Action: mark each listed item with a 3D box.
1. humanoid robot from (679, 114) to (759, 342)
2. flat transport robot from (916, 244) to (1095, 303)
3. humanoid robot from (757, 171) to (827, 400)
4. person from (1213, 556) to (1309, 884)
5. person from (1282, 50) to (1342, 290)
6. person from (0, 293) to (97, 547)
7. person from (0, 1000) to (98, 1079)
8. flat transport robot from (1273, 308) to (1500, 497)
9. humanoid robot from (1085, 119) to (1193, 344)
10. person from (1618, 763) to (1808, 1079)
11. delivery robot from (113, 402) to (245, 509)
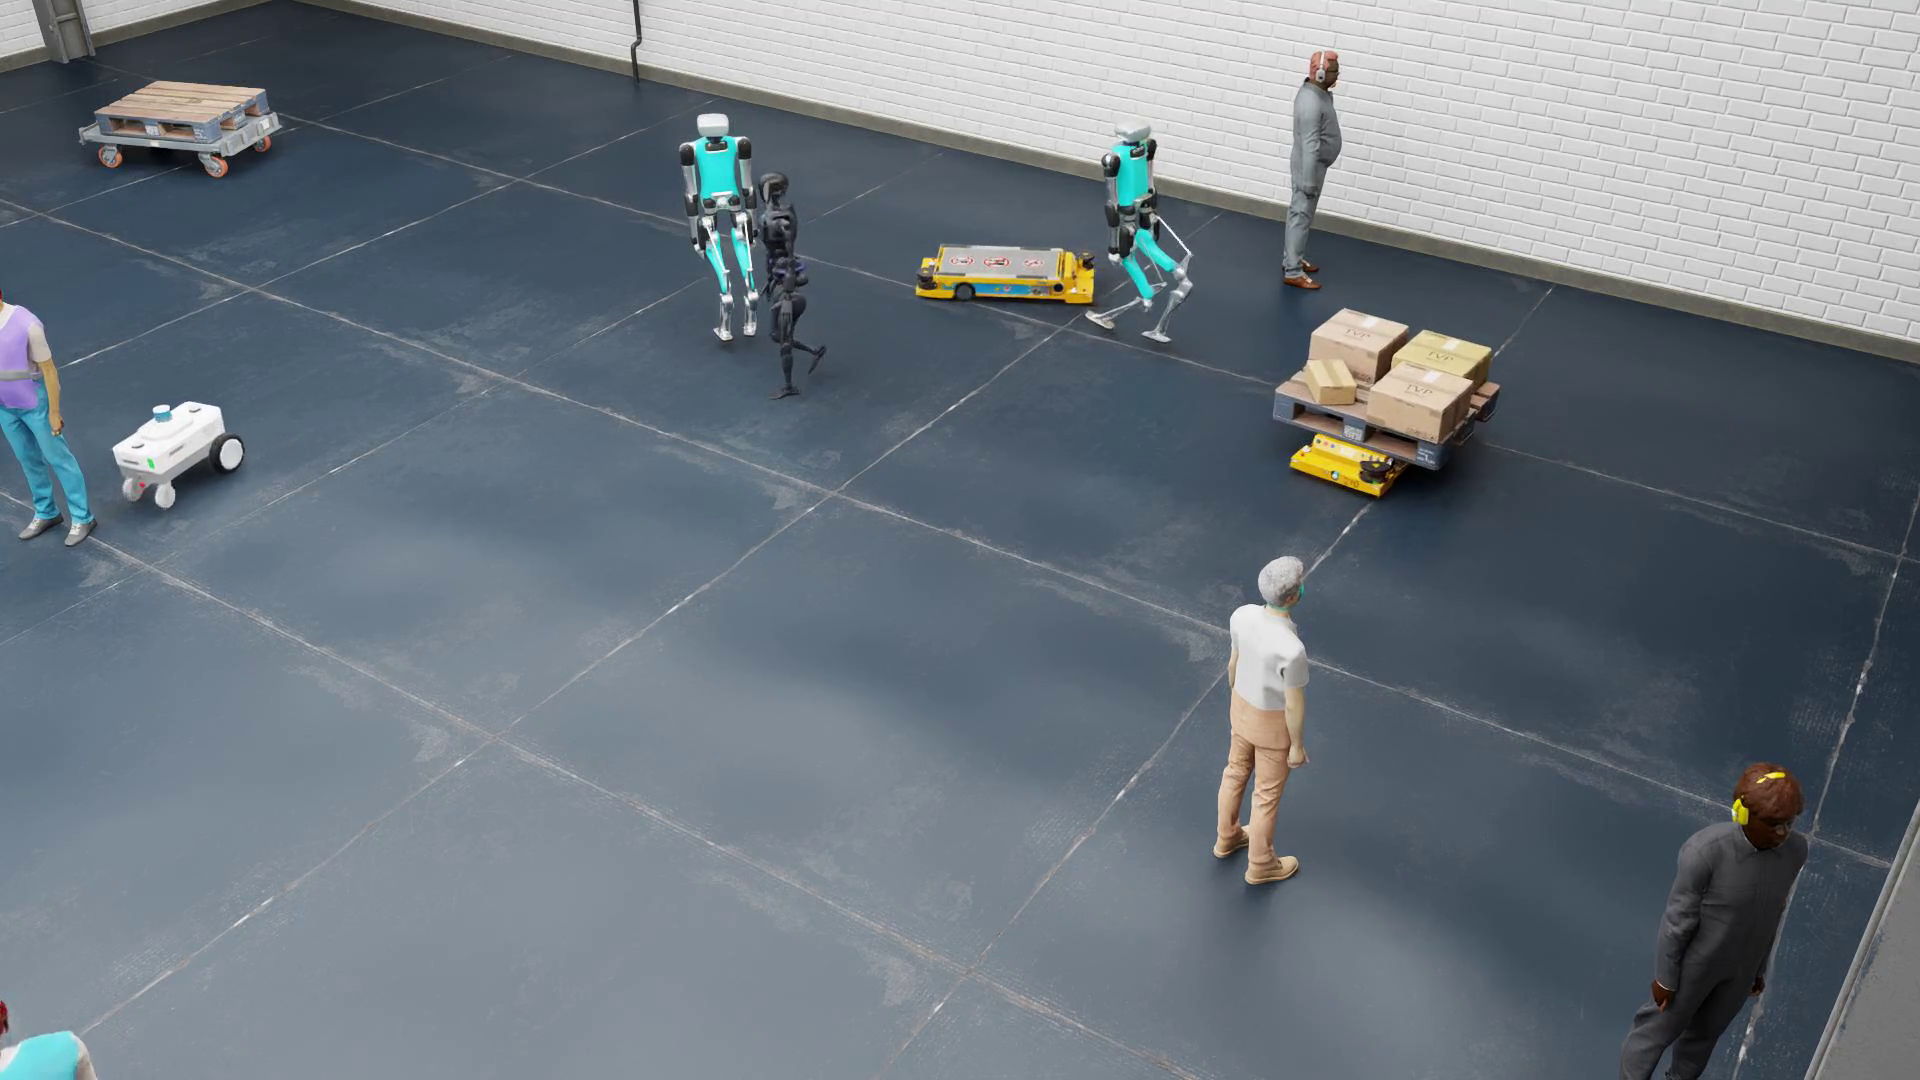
[{"bbox_3d":[-1.710,-2.235,12.253,0.533,1.677,0.735,-9,34,-14],"label":"humanoid robot"},{"bbox_3d":[0.381,-2.180,13.649,1.431,0.231,0.659,3,33,4],"label":"flat transport robot"},{"bbox_3d":[-1.184,-1.802,11.768,0.523,1.646,0.611,-12,35,-18],"label":"humanoid robot"},{"bbox_3d":[1.405,0.823,7.606,0.320,1.750,0.471,-18,37,-26],"label":"person"},{"bbox_3d":[2.837,-2.985,13.389,0.413,1.908,0.638,5,33,8],"label":"person"},{"bbox_3d":[-5.673,-0.830,10.089,0.564,1.846,0.391,8,34,12],"label":"person"},{"bbox_3d":[-3.040,2.143,5.489,0.577,1.811,0.776,-18,37,-26],"label":"person"},{"bbox_3d":[2.898,-0.756,11.433,0.659,0.231,1.431,22,39,30],"label":"flat transport robot"},{"bbox_3d":[1.386,-2.214,12.334,0.950,1.737,0.547,27,41,35],"label":"humanoid robot"},{"bbox_3d":[2.842,1.599,6.285,0.493,1.875,0.356,-7,33,-11],"label":"person"},{"bbox_3d":[-5.168,-0.608,10.931,0.499,0.587,0.789,11,34,17],"label":"delivery robot"}]
